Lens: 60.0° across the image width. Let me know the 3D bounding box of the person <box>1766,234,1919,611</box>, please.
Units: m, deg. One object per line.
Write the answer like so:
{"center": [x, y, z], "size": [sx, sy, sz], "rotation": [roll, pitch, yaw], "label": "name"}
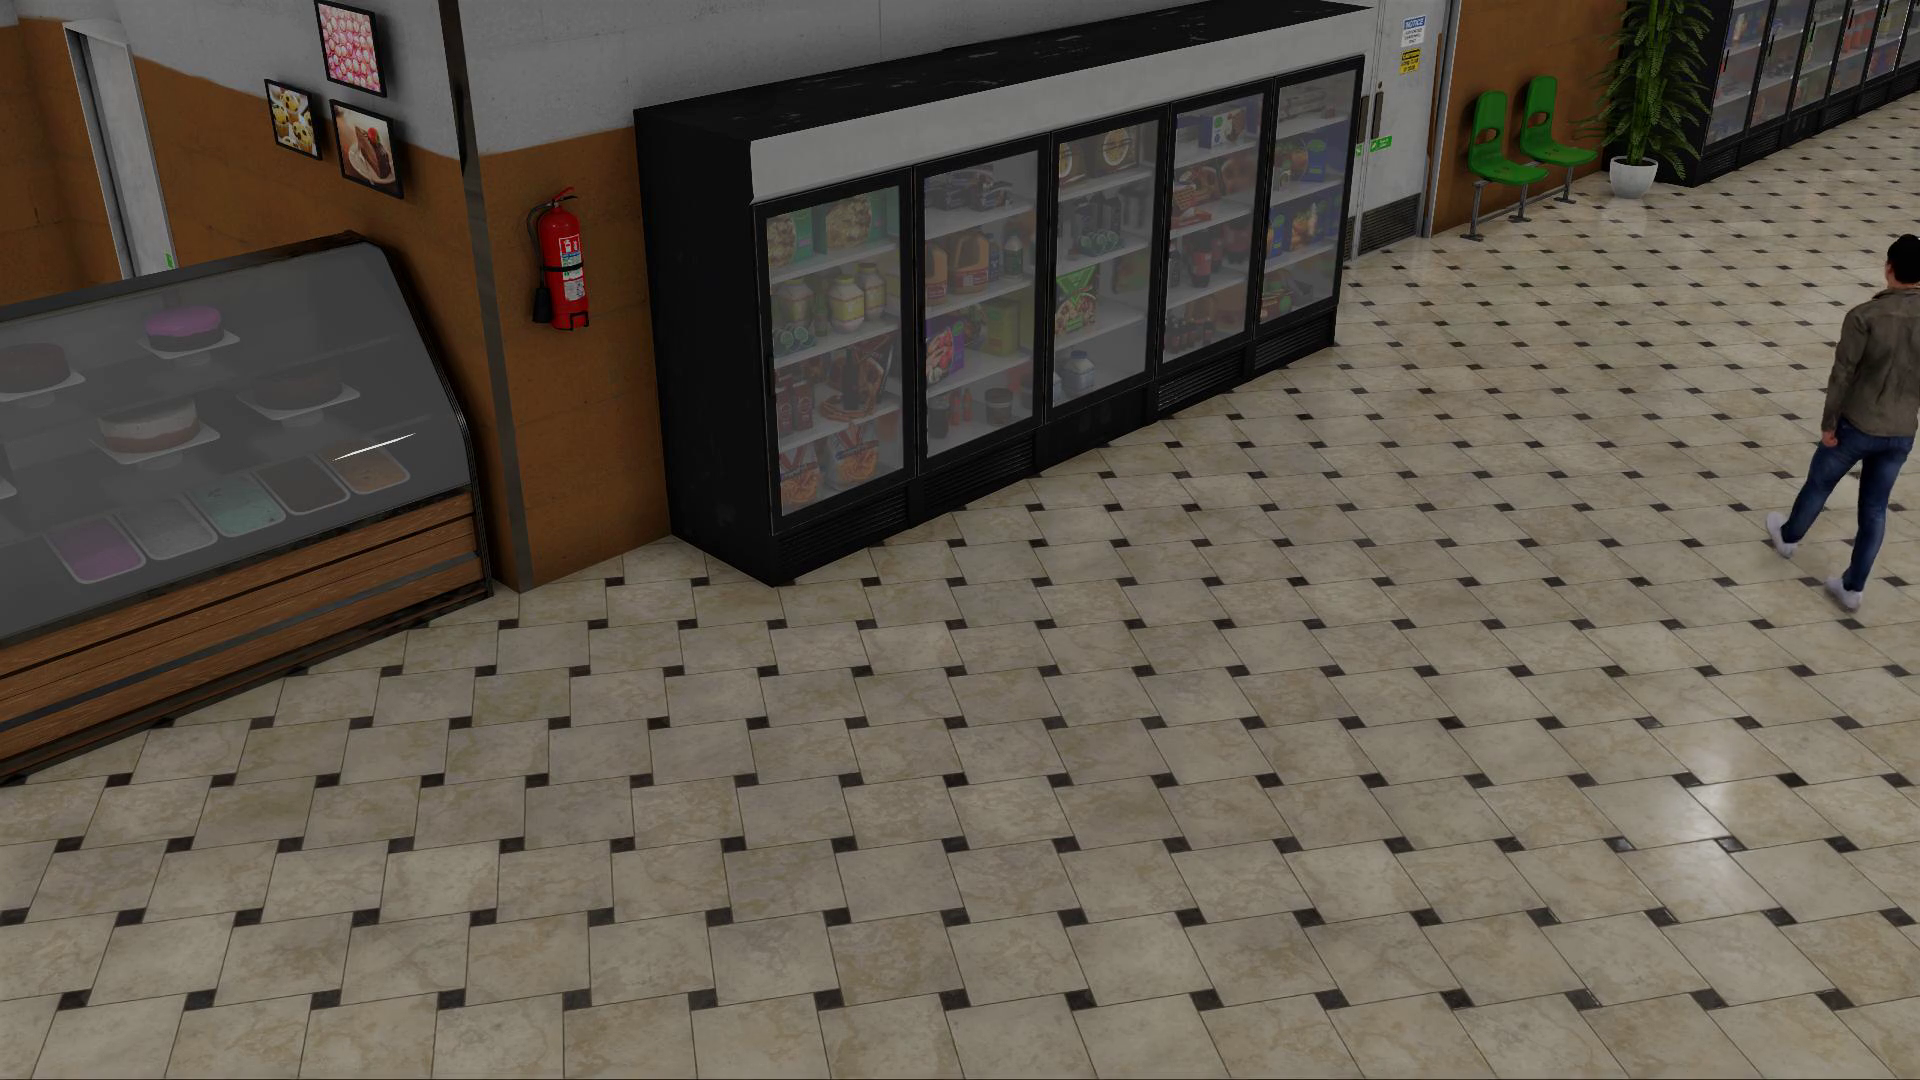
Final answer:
{"center": [4.442, -0.518, 8.019], "size": [1.096, 1.837, 1.143], "rotation": [1, 27, 2], "label": "person"}
